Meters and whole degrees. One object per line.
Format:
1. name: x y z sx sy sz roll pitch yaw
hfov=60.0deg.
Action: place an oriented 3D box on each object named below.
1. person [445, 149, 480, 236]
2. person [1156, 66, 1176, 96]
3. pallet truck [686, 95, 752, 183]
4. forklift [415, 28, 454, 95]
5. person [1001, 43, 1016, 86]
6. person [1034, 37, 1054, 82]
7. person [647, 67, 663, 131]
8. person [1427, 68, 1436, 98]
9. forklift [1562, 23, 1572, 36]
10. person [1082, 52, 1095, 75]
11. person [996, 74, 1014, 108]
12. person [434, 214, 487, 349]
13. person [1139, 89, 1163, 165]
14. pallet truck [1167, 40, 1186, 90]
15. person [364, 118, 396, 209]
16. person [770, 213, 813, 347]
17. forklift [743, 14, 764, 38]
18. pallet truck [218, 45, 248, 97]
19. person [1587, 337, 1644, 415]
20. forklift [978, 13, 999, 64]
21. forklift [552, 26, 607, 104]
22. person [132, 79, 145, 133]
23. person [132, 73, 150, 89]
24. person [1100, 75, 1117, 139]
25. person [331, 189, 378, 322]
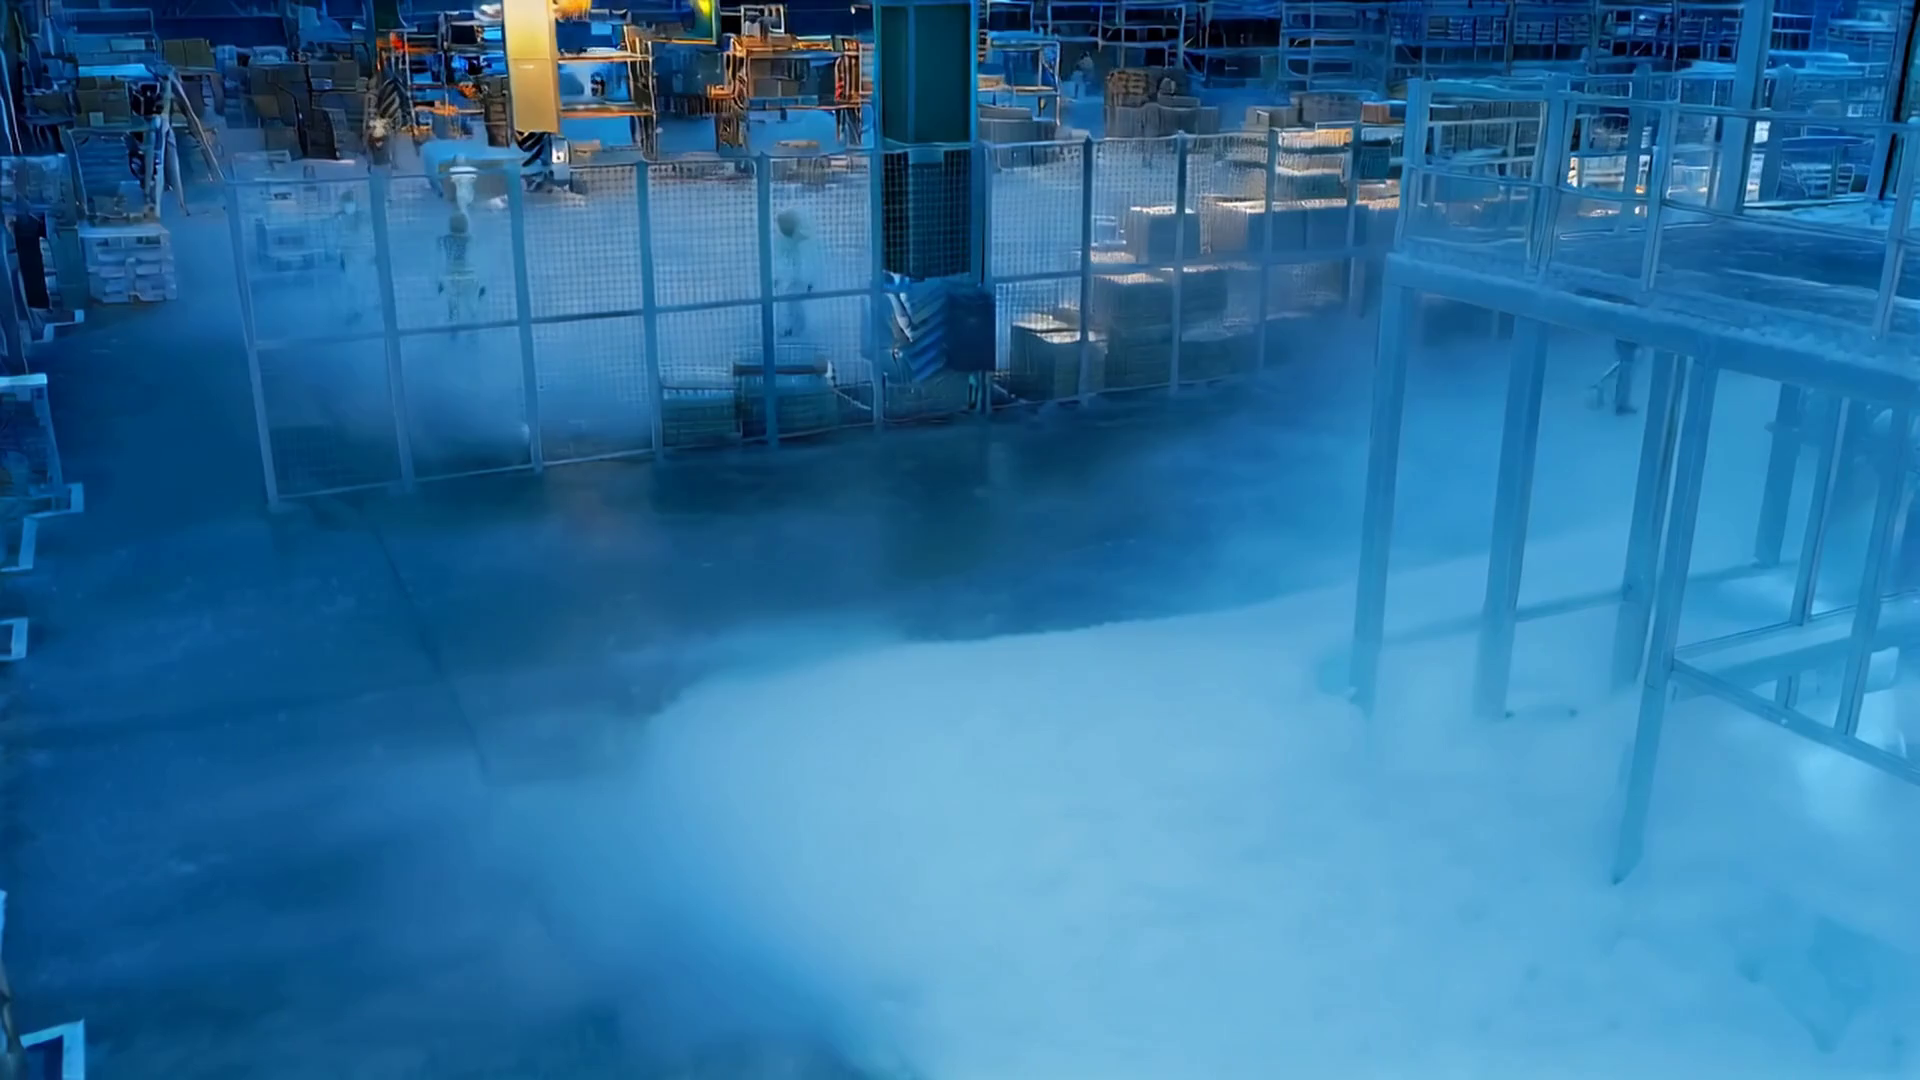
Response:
1. person: -9.008 -6.134 30.062 0.947 1.820 0.498 18 26 42
2. person: 6.470 -13.901 52.344 0.609 1.964 0.367 0 19 1
3. pallet truck: -5.836 -9.608 39.856 0.823 1.965 1.885 10 22 27
4. forklift: -21.585 -19.456 67.070 1.129 2.768 1.873 14 23 35
5. person: 1.996 -19.573 68.830 0.630 1.940 0.372 3 19 9
6. person: 3.799 -21.514 74.455 0.618 1.952 1.026 -15 24 -37
7. person: -9.582 -13.809 52.123 0.354 1.936 0.636 -10 22 -28
8. person: 16.104 -15.370 57.097 0.513 1.641 0.309 -16 25 -39
9. forklift: 23.755 -19.062 65.927 1.873 2.768 1.129 -9 21 -25
10. person: 5.178 -18.730 66.797 0.540 1.667 0.741 -14 23 -34
11. person: 1.328 -12.965 49.760 0.574 1.883 0.355 7 20 20
12. person: -6.649 -3.445 22.242 0.656 1.831 0.430 0 19 0
13. person: 4.952 -10.719 43.213 0.623 1.905 0.680 -1 19 -3
14. pallet truck: 9.045 -19.971 69.895 0.823 1.965 1.885 -3 19 -8
15. person: -12.410 -8.095 35.642 0.588 1.898 0.868 -8 20 -21
16. person: -2.355 -3.531 22.553 0.645 1.785 0.989 11 22 28
17. forklift: -9.678 -23.321 78.274 1.129 2.768 1.873 -9 21 -25
18. pallet truck: -28.879 -18.665 66.111 0.823 1.965 1.885 -3 19 -9
19. person: 7.564 -2.327 18.938 0.480 1.871 0.593 -5 20 -13
20. forklift: 0.980 -23.657 79.247 1.129 2.768 1.873 -12 22 -31
21. forklift: -14.388 -17.837 62.377 1.873 2.768 1.129 -9 21 -25
22. person: -25.373 -13.402 51.410 0.517 1.633 0.313 6 20 17
23. person: -26.817 -14.651 54.629 0.594 1.901 0.855 -15 24 -37
24. person: 4.431 -12.931 49.704 0.522 1.858 0.320 13 23 34
25. person: -8.784 -4.177 24.236 0.606 1.917 0.743 -4 19 -12
